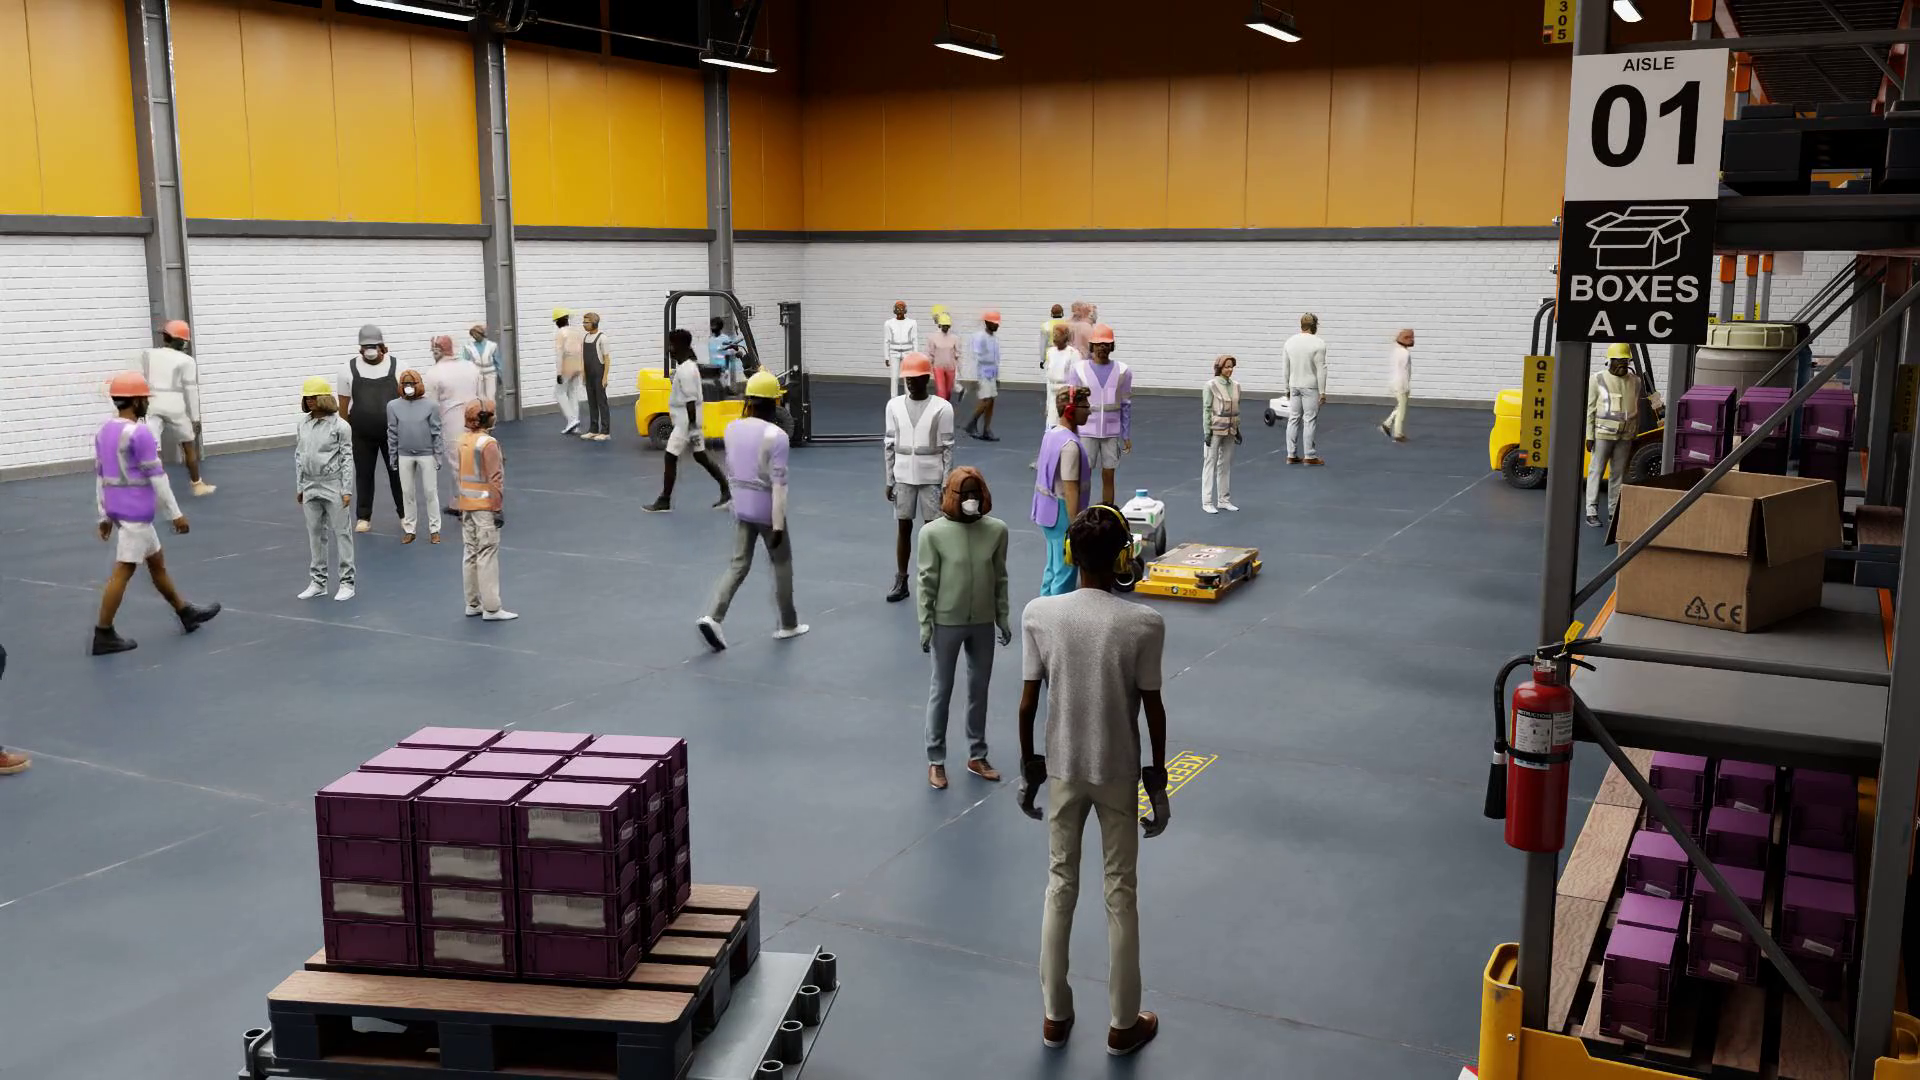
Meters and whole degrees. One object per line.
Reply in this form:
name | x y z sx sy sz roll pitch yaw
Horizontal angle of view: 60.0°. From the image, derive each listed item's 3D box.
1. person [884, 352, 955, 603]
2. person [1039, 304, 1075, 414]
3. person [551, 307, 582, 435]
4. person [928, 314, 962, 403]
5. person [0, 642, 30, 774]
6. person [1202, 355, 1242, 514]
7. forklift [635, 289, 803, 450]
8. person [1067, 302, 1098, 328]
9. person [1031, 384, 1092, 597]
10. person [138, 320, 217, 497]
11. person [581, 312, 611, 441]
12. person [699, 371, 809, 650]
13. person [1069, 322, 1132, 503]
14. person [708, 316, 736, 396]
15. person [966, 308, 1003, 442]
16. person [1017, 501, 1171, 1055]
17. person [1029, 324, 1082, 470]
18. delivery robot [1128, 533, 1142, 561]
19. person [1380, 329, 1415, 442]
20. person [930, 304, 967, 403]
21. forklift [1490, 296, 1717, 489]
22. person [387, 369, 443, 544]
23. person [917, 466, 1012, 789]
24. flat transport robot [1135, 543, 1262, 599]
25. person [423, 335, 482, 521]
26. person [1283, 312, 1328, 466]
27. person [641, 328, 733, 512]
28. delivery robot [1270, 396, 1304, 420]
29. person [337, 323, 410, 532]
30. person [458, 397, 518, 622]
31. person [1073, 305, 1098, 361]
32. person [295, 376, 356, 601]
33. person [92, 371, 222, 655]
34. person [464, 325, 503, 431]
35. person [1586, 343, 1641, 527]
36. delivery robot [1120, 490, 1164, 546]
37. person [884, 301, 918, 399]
person | -0.319 -0.476 12.784 0.547 1.938 0.377 2 10 14
person | 1.623 -2.999 27.689 0.621 1.837 0.429 -1 10 -5
person | -5.834 -2.499 24.635 0.475 1.885 0.632 4 11 24
person | -0.252 -2.744 26.503 0.531 1.738 0.779 -2 10 -11
person | -5.140 0.255 8.516 0.680 1.948 0.641 9 13 42
person | 2.715 -1.100 17.256 0.514 1.642 0.310 -7 12 -35
forklift | -3.358 -2.392 23.136 2.313 2.155 1.214 -1 10 -5
person | 2.095 -3.149 28.580 0.699 1.872 0.795 0 10 3
person | 0.661 -0.087 10.796 0.375 1.844 0.567 -2 10 -10
person | -8.587 -1.380 18.002 0.669 1.968 0.917 -1 10 -3
person | -5.236 -2.342 23.858 0.516 1.842 0.329 8 13 39
person | -1.406 -0.203 11.344 0.592 1.899 0.910 6 12 32
person | 1.307 -1.005 15.537 0.605 2.045 0.380 -1 10 -5
person | -3.794 -2.741 26.621 0.537 1.682 0.593 8 13 41
person | 0.389 -2.327 23.565 0.502 1.909 0.579 8 12 37
person | 0.451 0.804 5.601 0.534 1.859 0.311 3 10 18
person | 1.304 -1.773 20.642 1.039 1.821 0.589 -9 13 -43
delivery robot | 1.104 0.064 13.386 0.707 0.478 0.477 1 10 8
person | 6.263 -2.186 23.596 0.380 1.619 0.519 0 10 -1
person | -0.227 -3.210 29.016 0.642 1.796 0.633 1 10 5
forklift | 7.296 -1.677 18.993 2.313 2.155 1.214 5 11 27
person | -5.028 -0.766 15.373 0.501 1.626 0.282 -1 10 -4
person | 0.023 0.432 8.405 0.507 1.631 0.266 -4 11 -24
flat transport robot | 1.956 0.235 13.491 0.652 0.197 1.431 4 11 24
person | -5.143 -1.113 16.664 0.856 1.866 0.658 6 11 31
person | 4.366 -1.902 21.039 0.355 1.937 0.635 -9 13 -41
person | -2.786 -1.240 17.276 0.989 1.926 0.611 -1 10 -4
delivery robot | 5.081 -2.051 25.629 0.477 0.478 0.707 -4 10 -20
person | -5.600 -1.083 16.002 0.699 2.000 0.536 -3 10 -19
person | -3.501 -0.225 12.193 0.315 1.640 0.514 -9 13 -42
person | 2.054 -2.727 26.013 0.835 1.875 0.673 -1 10 -5
person | -4.930 -0.396 12.882 0.484 1.744 0.296 3 10 14
person | -5.561 -0.207 11.367 0.554 1.881 0.997 8 13 39
person | -7.182 -2.428 25.049 0.552 1.591 0.802 -1 10 -8
person | 6.428 -1.043 16.370 0.588 1.833 0.404 -2 10 -12
delivery robot | 1.631 -0.210 14.972 0.477 0.478 0.707 2 10 14
person | -1.005 -3.136 28.379 0.580 1.878 0.347 0 10 -2
